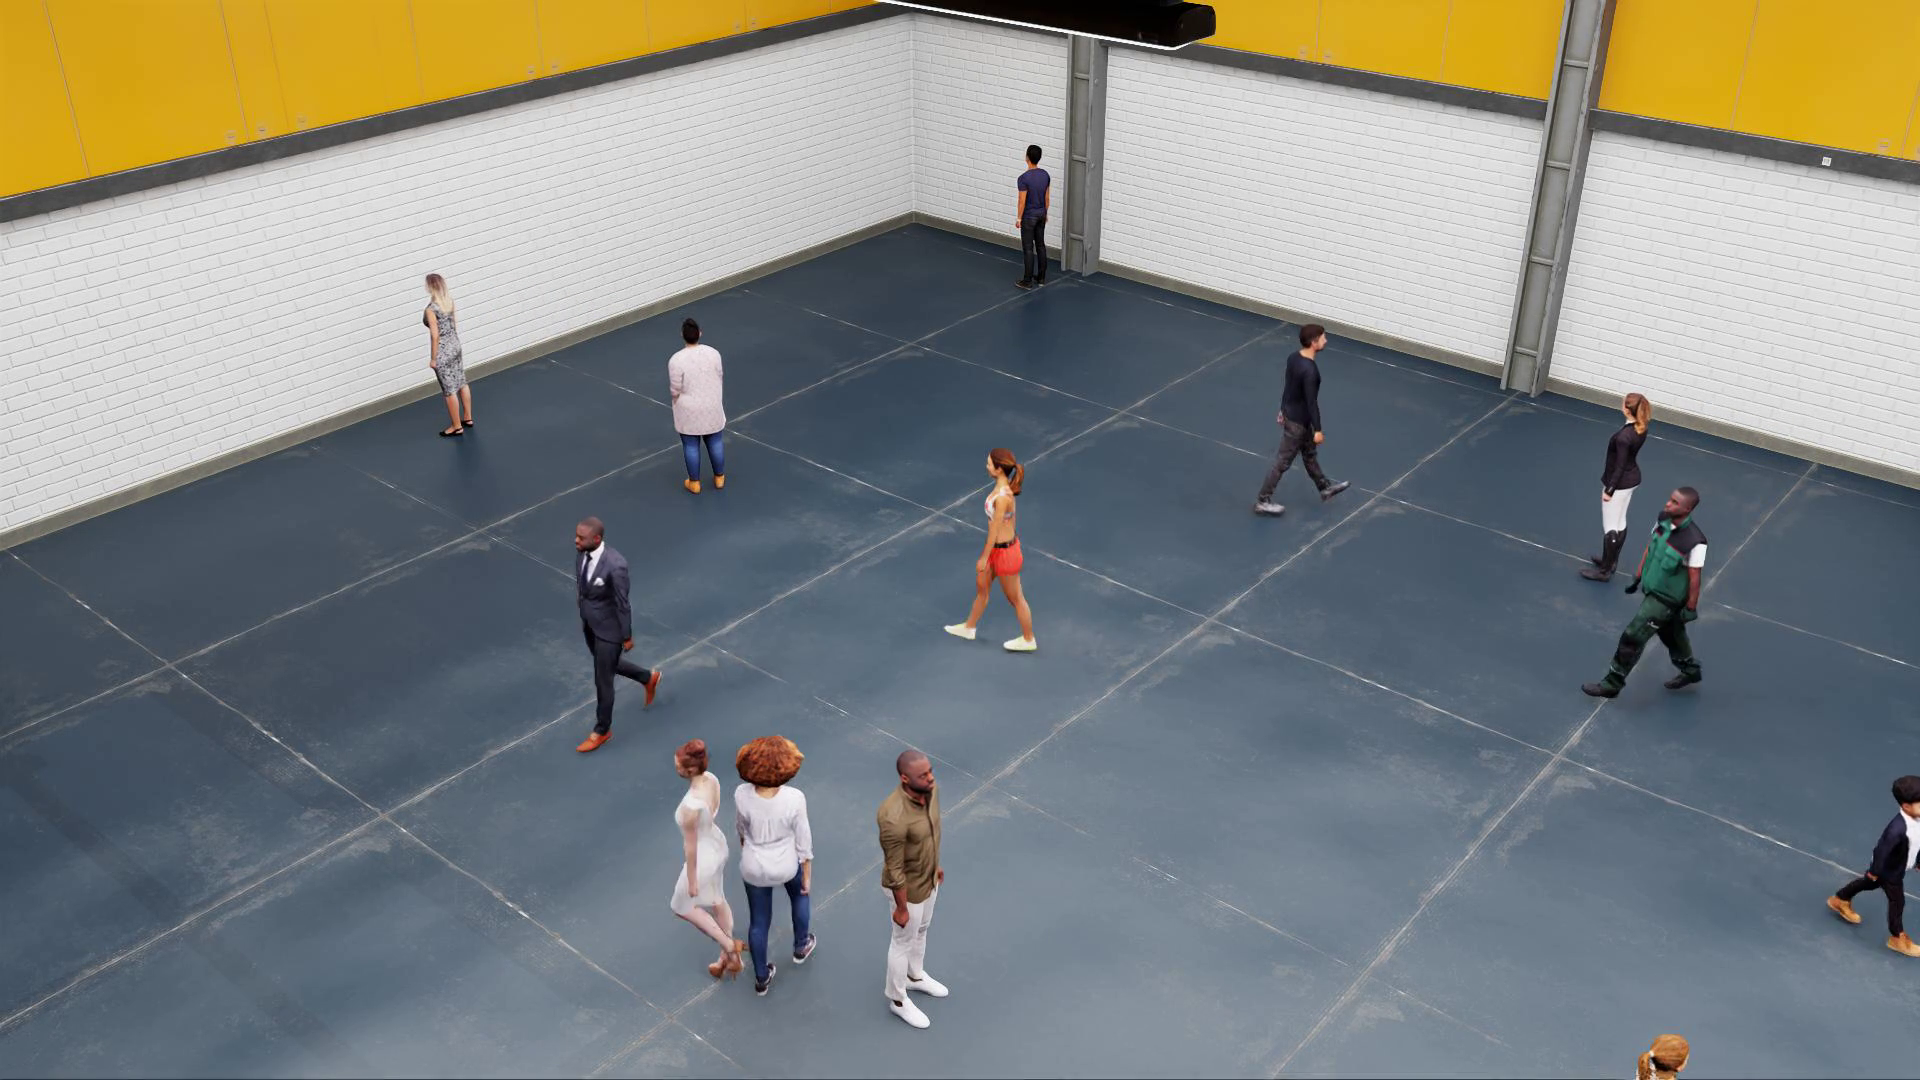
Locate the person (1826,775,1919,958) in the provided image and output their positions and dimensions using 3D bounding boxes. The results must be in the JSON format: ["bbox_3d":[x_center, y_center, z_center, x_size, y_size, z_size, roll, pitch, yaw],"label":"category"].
[{"bbox_3d":[5.729,1.950,10.309,0.562,1.197,0.862,-24,36,-36],"label":"person"}]

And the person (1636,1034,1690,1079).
[{"bbox_3d":[3.355,3.004,8.265,0.643,1.304,0.576,-11,30,-19],"label":"person"}]

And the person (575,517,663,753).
[{"bbox_3d":[-2.521,0.617,12.124,1.050,1.798,0.815,25,38,38],"label":"person"}]

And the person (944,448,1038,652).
[{"bbox_3d":[0.438,0.124,13.069,1.063,1.760,0.929,1,29,2],"label":"person"}]

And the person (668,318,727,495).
[{"bbox_3d":[-2.465,-1.278,15.656,0.789,1.742,0.784,-12,31,-21],"label":"person"}]

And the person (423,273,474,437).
[{"bbox_3d":[-5.176,-1.880,16.799,0.605,1.705,0.627,10,30,17],"label":"person"}]

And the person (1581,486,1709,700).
[{"bbox_3d":[5.379,0.415,12.500,1.271,1.793,1.207,-3,29,-5],"label":"person"}]

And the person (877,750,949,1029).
[{"bbox_3d":[-0.277,1.974,9.610,0.687,1.825,0.780,12,31,21],"label":"person"}]

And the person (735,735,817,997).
[{"bbox_3d":[-1.126,1.957,9.776,0.869,1.695,0.916,2,29,3],"label":"person"}]

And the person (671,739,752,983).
[{"bbox_3d":[-1.404,1.924,9.745,0.808,1.783,0.733,8,30,14],"label":"person"}]

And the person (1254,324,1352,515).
[{"bbox_3d":[2.988,-1.064,15.176,1.241,1.827,1.189,-3,29,-6],"label":"person"}]

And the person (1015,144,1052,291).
[{"bbox_3d":[0.912,-4.004,20.602,0.688,1.793,0.610,-20,34,-31],"label":"person"}]

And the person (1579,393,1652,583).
[{"bbox_3d":[5.619,-0.454,14.159,0.539,1.730,0.570,23,36,36],"label":"person"}]
